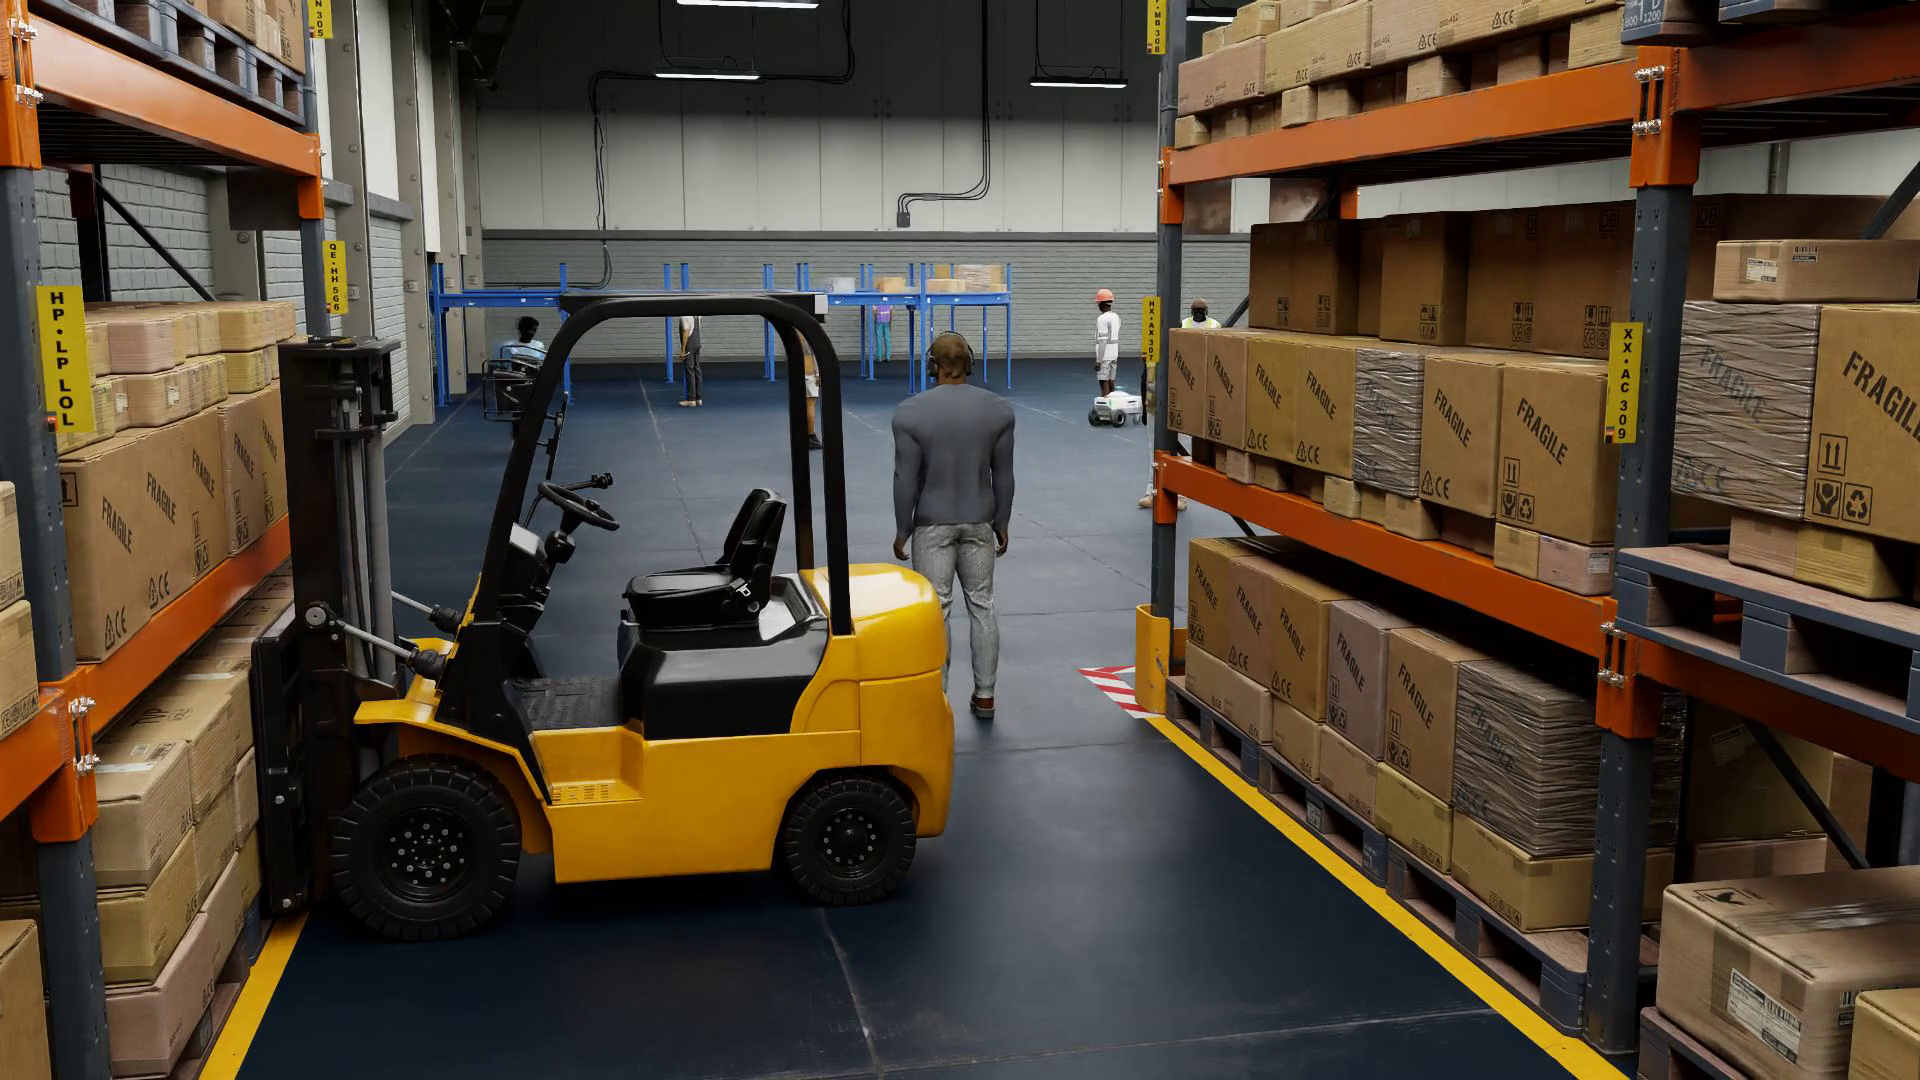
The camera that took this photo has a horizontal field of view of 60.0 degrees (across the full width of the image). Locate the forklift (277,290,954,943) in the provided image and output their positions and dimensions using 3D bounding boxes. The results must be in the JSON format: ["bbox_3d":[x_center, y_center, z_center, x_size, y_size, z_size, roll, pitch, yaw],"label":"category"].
[{"bbox_3d":[-1.179,0.175,6.143,2.313,2.155,1.214,-2,10,-12],"label":"forklift"}]

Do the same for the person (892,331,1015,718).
[{"bbox_3d":[-0.036,-0.064,8.266,0.627,1.934,0.372,-3,10,-16],"label":"person"}]

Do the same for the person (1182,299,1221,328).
[{"bbox_3d":[3.111,-2.233,21.783,0.623,1.839,0.429,2,10,13],"label":"person"}]

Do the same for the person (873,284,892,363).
[{"bbox_3d":[-1.851,-5.148,39.504,0.567,1.850,0.389,-6,11,-34],"label":"person"}]

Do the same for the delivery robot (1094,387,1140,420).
[{"bbox_3d":[2.251,-1.950,23.793,0.707,0.478,0.477,-9,13,-44],"label":"delivery robot"}]

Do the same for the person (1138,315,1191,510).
[{"bbox_3d":[1.954,-1.210,15.525,0.624,1.844,0.430,7,12,37],"label":"person"}]

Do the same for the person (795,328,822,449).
[{"bbox_3d":[-1.929,-2.115,20.740,0.544,1.943,0.347,7,12,37],"label":"person"}]

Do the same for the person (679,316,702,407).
[{"bbox_3d":[-4.388,-3.095,27.003,0.343,1.847,0.507,4,10,22],"label":"person"}]

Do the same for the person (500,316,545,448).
[{"bbox_3d":[-5.215,-1.840,19.867,0.549,1.659,0.564,-8,12,-40],"label":"person"}]

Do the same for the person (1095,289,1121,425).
[{"bbox_3d":[2.078,-2.619,23.830,0.351,1.935,0.552,5,11,29],"label":"person"}]
